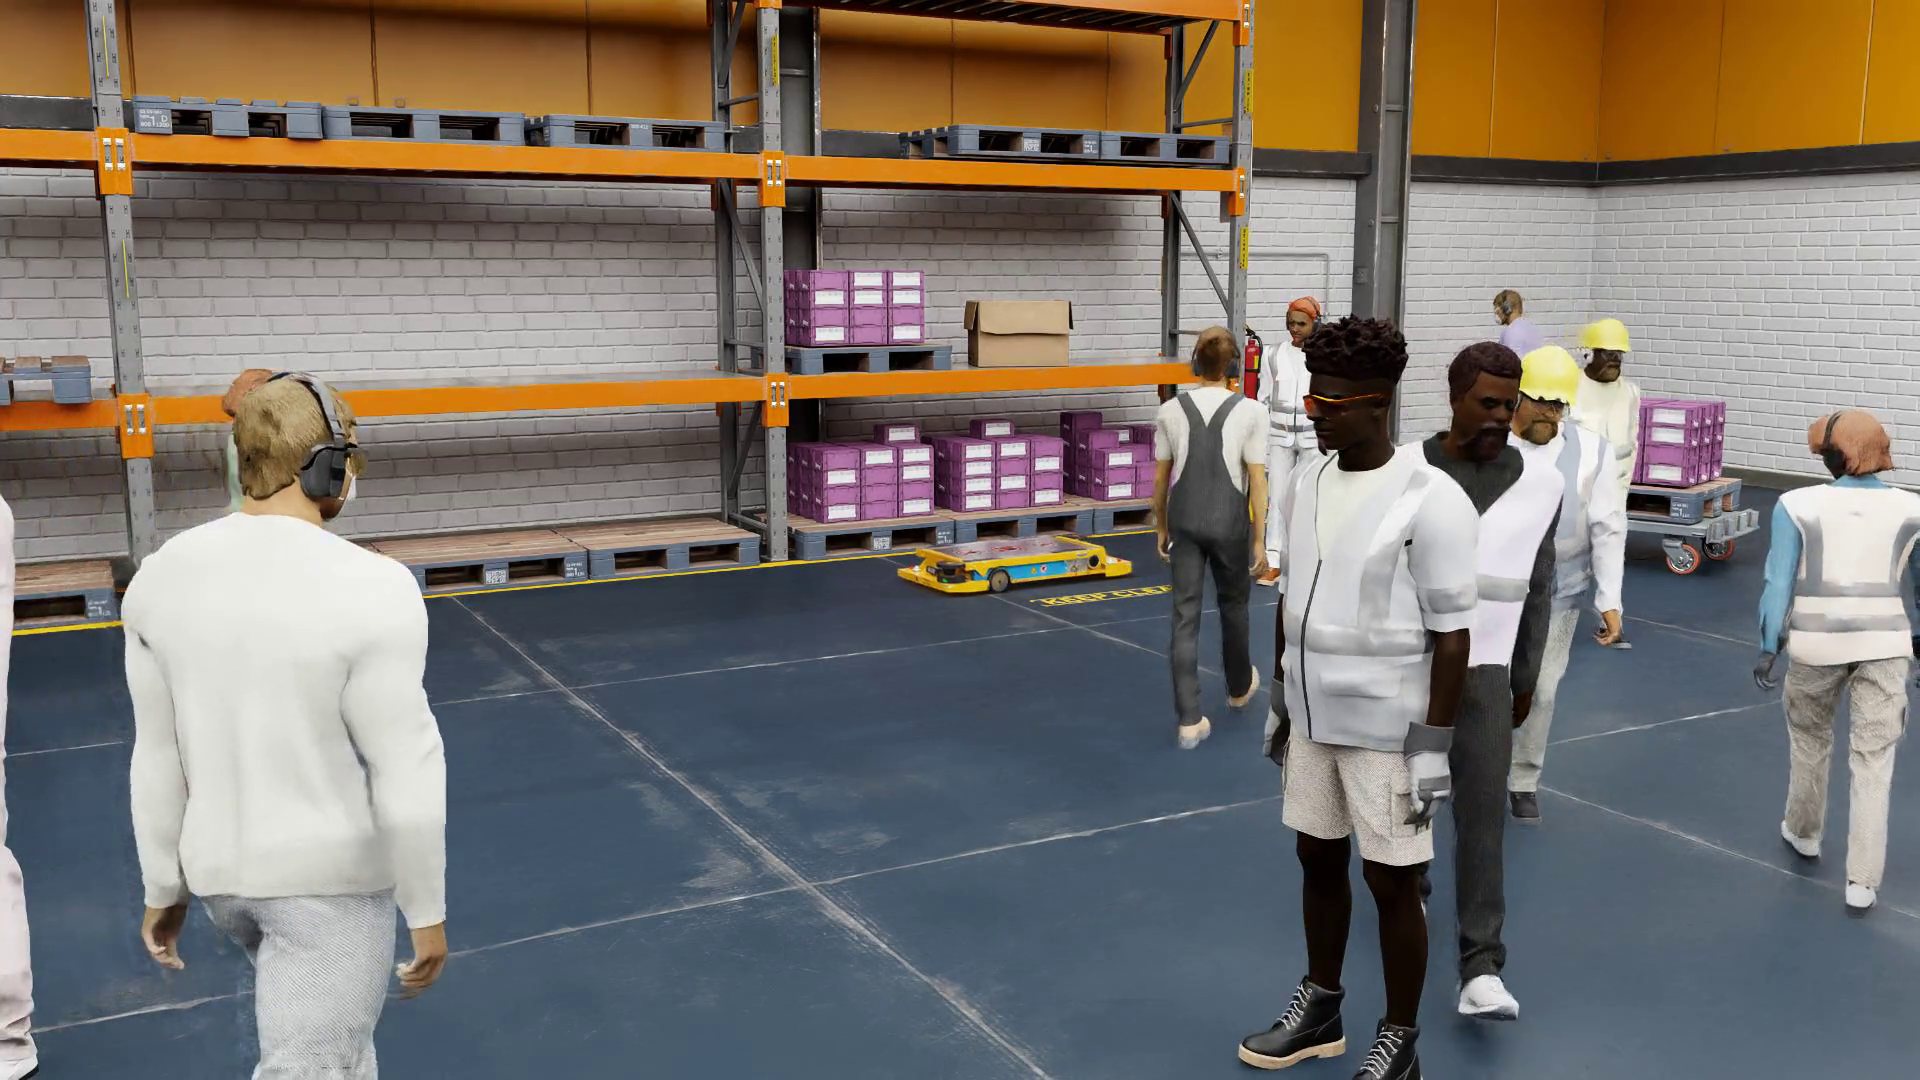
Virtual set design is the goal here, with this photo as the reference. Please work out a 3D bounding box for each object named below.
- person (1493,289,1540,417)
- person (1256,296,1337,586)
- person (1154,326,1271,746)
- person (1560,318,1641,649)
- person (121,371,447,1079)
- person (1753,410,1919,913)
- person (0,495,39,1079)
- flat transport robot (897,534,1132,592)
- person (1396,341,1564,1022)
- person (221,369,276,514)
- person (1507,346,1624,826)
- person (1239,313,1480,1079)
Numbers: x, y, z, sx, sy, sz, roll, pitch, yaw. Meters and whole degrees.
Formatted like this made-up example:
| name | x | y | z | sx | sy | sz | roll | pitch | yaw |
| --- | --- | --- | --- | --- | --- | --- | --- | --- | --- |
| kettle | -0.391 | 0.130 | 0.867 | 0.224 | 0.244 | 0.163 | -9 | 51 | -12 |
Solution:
| name | x | y | z | sx | sy | sz | roll | pitch | yaw |
| --- | --- | --- | --- | --- | --- | --- | --- | --- | --- |
| person | 4.648 | -1.088 | 13.567 | 0.728 | 1.896 | 0.706 | 5 | 11 | 29 |
| person | 2.190 | -0.626 | 10.761 | 0.573 | 1.886 | 0.353 | 4 | 10 | 21 |
| person | 1.146 | -0.043 | 7.442 | 0.539 | 1.805 | 0.905 | 3 | 10 | 20 |
| person | 3.476 | -0.340 | 9.288 | 0.595 | 1.803 | 0.834 | -1 | 9 | -6 |
| person | -1.264 | 0.639 | 3.064 | 0.631 | 1.897 | 0.987 | 4 | 10 | 22 |
| person | 2.955 | 0.367 | 5.556 | 0.563 | 1.593 | 0.801 | 4 | 10 | 21 |
| person | -2.584 | 0.455 | 4.109 | 0.639 | 1.911 | 0.406 | 7 | 12 | 37 |
| flat transport robot | 0.366 | 0.143 | 10.985 | 1.431 | 0.197 | 0.652 | -6 | 11 | -30 |
| person | 1.400 | 0.378 | 4.716 | 0.600 | 1.856 | 1.050 | 1 | 9 | 7 |
| person | -3.076 | 0.054 | 7.420 | 0.330 | 1.631 | 0.517 | -2 | 10 | -12 |
| person | 2.057 | 0.210 | 5.963 | 0.589 | 1.788 | 0.767 | 1 | 9 | 8 |
| person | 0.968 | 0.430 | 4.087 | 0.366 | 1.962 | 0.614 | -5 | 11 | -30 |
